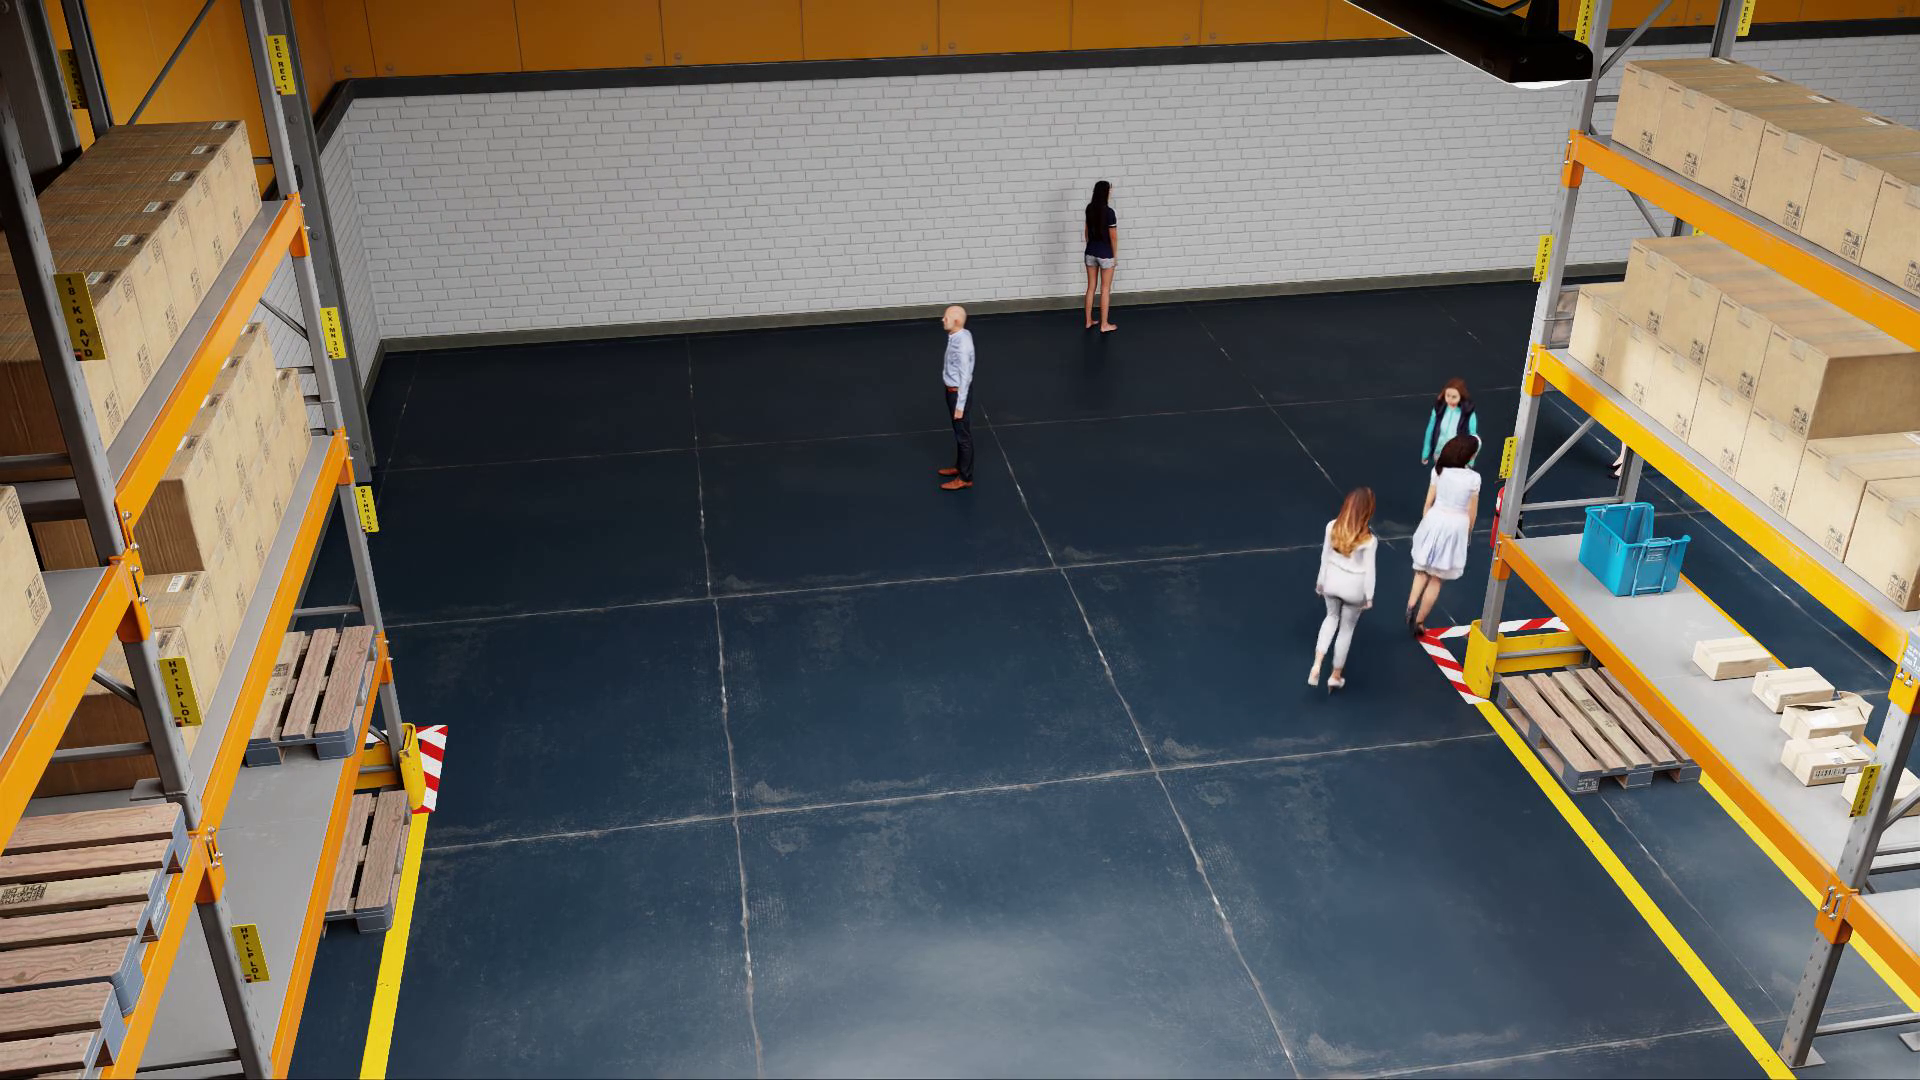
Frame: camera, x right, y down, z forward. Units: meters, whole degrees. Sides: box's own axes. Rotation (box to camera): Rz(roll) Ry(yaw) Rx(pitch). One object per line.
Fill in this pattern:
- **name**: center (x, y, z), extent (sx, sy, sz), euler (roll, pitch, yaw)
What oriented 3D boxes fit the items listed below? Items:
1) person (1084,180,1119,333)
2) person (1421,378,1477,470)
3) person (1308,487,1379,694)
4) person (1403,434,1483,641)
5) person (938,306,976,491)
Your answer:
- **person**: center (1.608, -3.269, 19.114), extent (0.646, 1.766, 0.722), euler (22, 36, 34)
- **person**: center (4.421, -0.787, 14.871), extent (0.844, 1.473, 0.884), euler (22, 36, 35)
- **person**: center (2.805, 0.431, 12.346), extent (0.813, 1.752, 0.865), euler (22, 36, 34)
- **person**: center (3.783, 0.036, 13.030), extent (0.895, 1.791, 0.953), euler (16, 33, 27)
- **person**: center (-0.015, -1.338, 15.550), extent (0.717, 1.790, 0.508), euler (-3, 29, -5)
